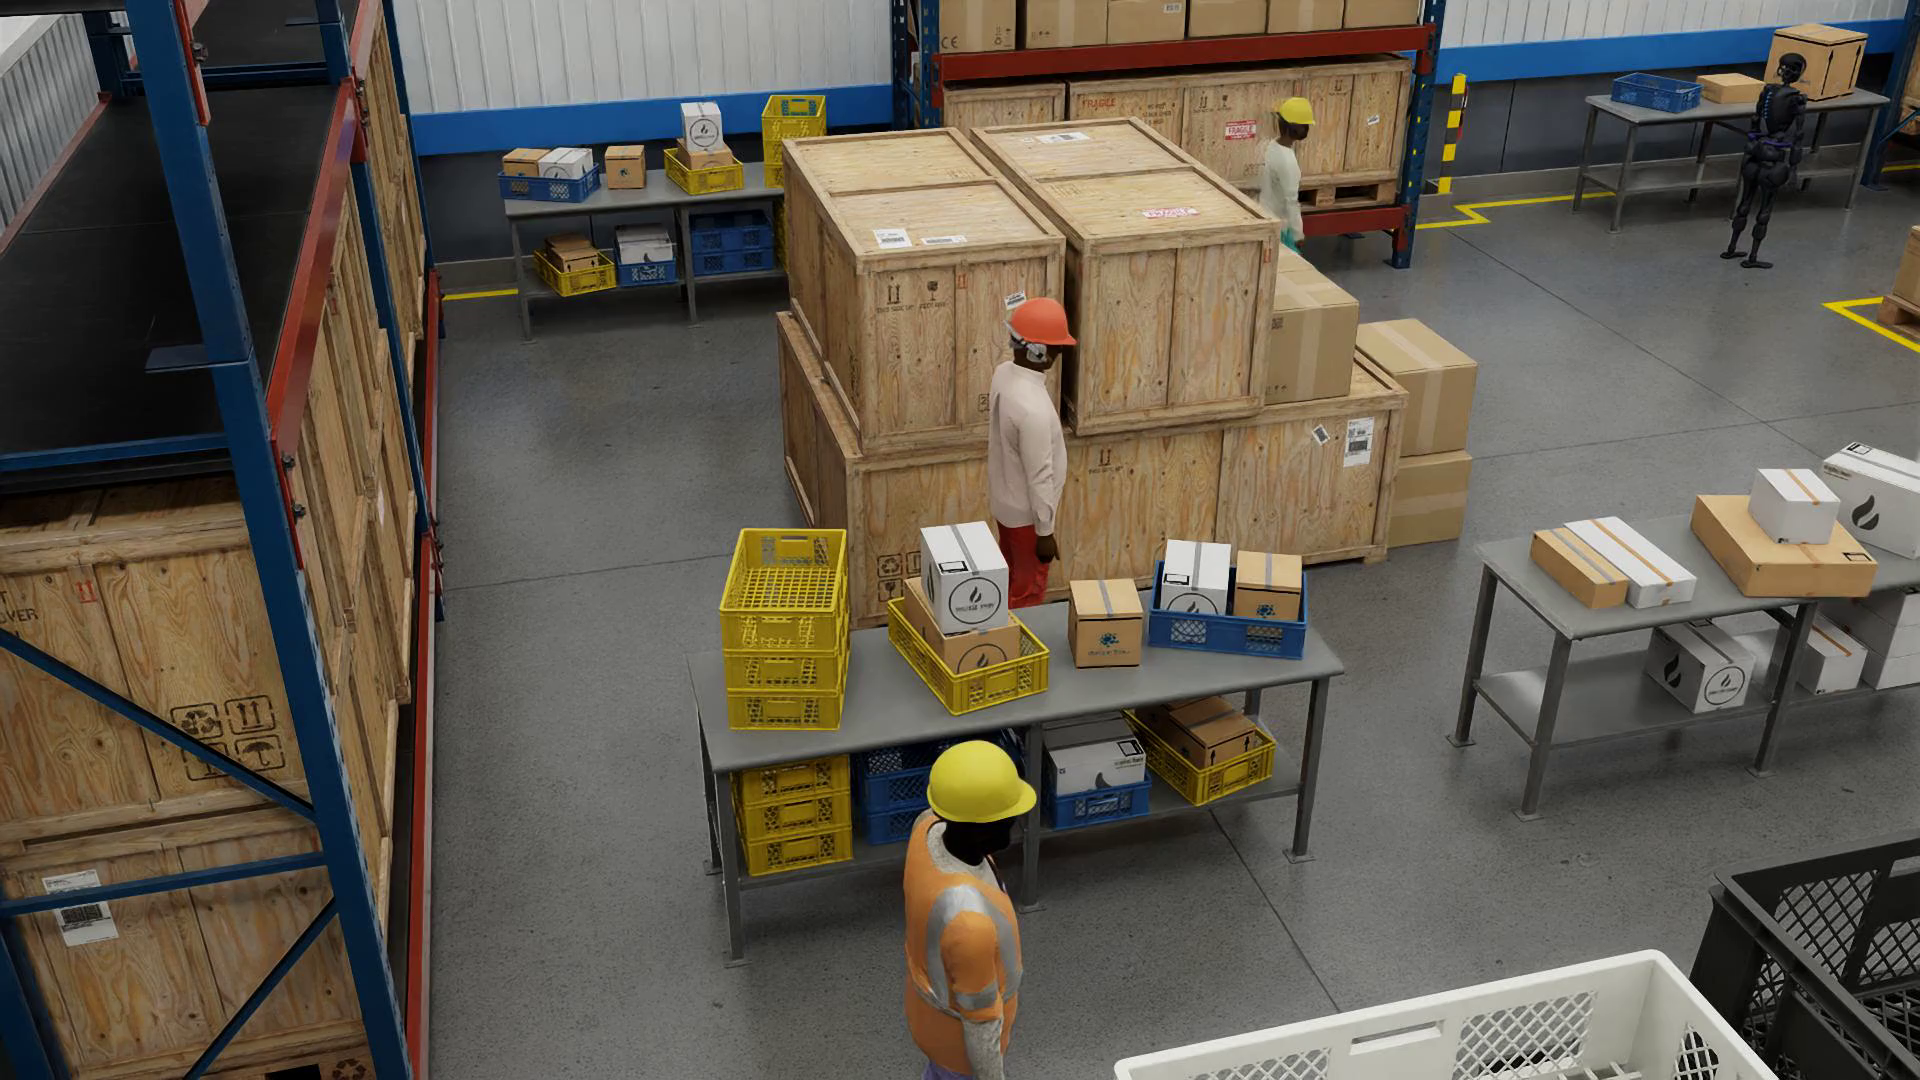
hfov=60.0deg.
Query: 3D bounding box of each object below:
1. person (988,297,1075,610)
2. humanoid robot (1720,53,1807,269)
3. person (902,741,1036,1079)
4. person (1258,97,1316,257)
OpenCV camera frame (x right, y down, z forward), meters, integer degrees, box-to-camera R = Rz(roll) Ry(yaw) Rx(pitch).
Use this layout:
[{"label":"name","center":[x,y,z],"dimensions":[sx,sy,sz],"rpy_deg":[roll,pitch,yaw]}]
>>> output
[{"label":"person","center":[0.319,-0.158,7.624],"dimensions":[0.384,1.988,0.607],"rpy_deg":[-7,30,-13]},{"label":"humanoid robot","center":[6.369,-2.985,13.065],"dimensions":[0.327,1.654,0.584],"rpy_deg":[-7,30,-13]},{"label":"person","center":[0.025,1.394,4.868],"dimensions":[0.362,1.927,0.584],"rpy_deg":[-7,30,-13]},{"label":"person","center":[2.266,-2.196,11.574],"dimensions":[0.591,1.746,0.542],"rpy_deg":[1,29,2]}]
